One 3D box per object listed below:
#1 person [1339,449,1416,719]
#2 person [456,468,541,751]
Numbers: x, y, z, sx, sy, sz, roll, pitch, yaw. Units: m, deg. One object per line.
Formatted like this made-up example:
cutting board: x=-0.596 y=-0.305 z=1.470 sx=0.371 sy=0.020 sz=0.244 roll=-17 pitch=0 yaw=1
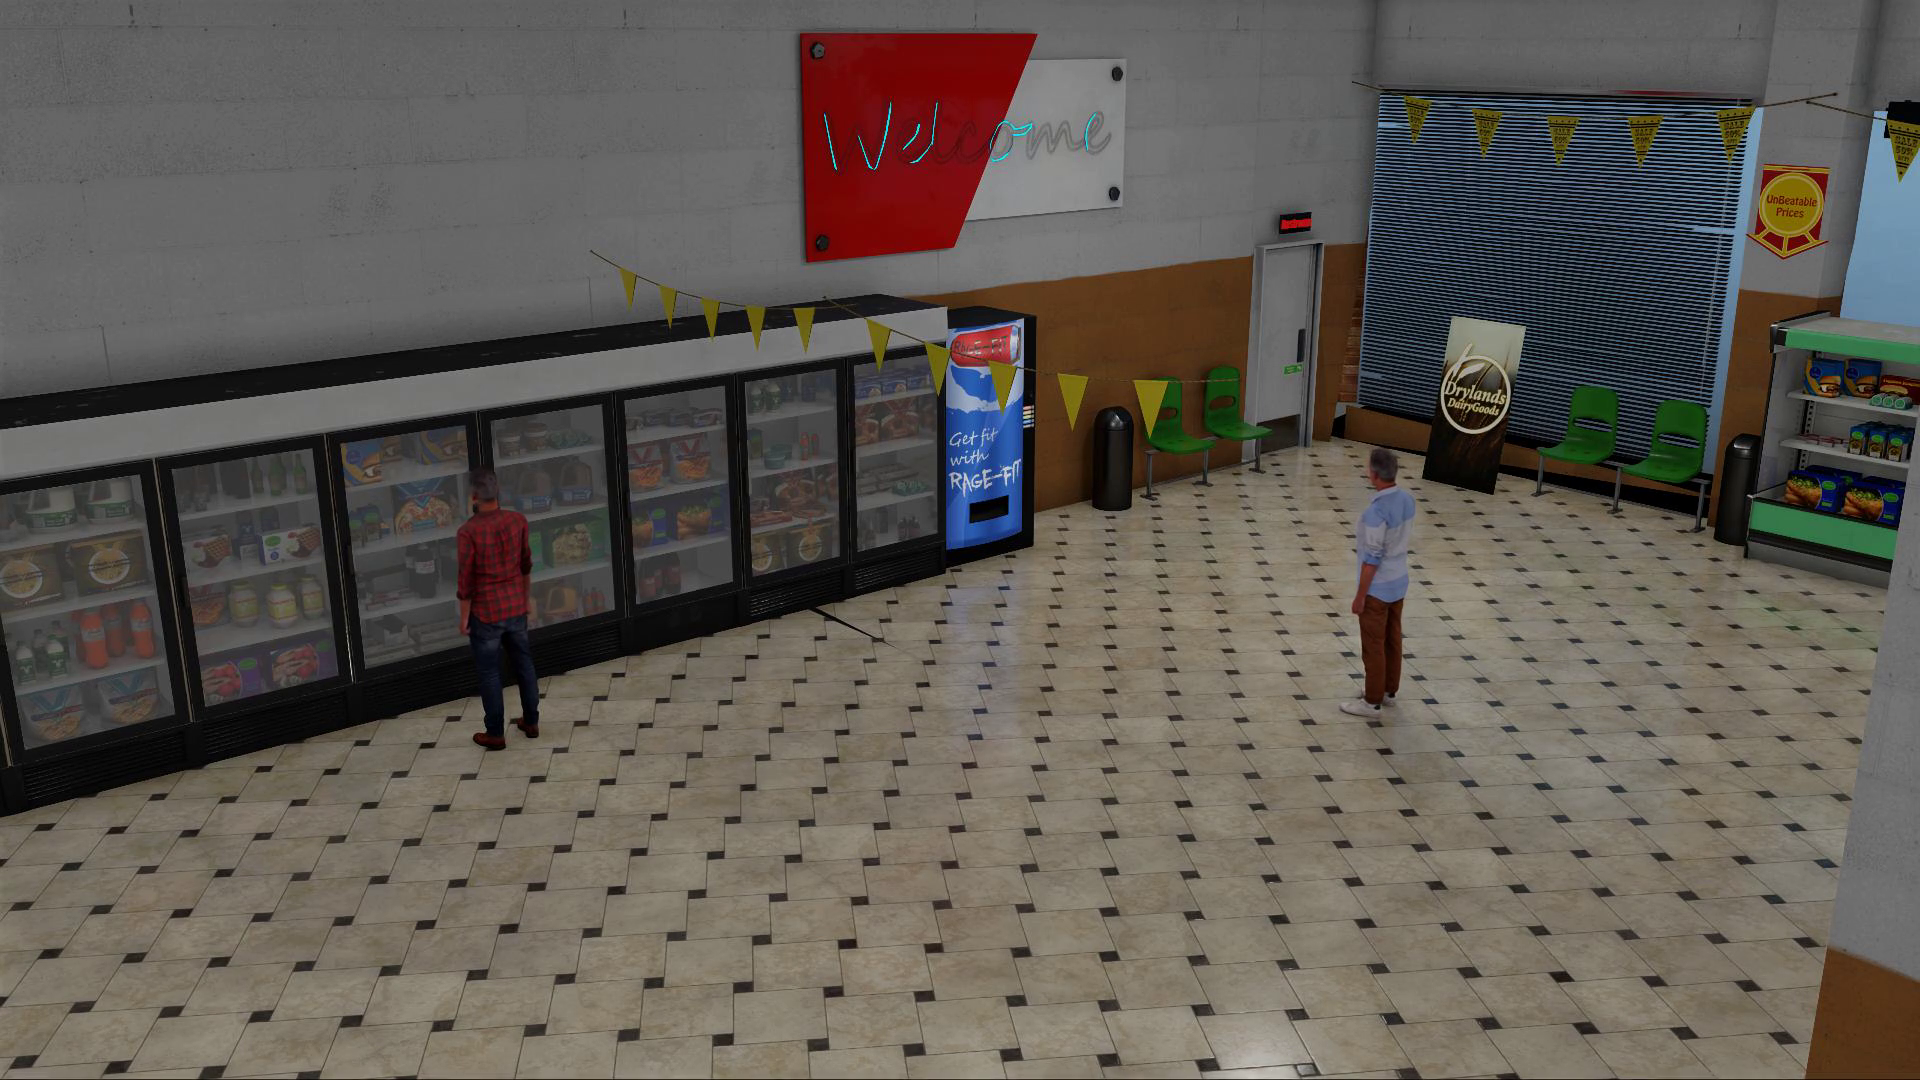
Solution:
person: x=2.830 y=0.286 z=11.135 sx=0.627 sy=1.822 sz=0.718 roll=14 pitch=22 yaw=39
person: x=-2.961 y=0.429 z=10.648 sx=0.573 sy=1.830 sz=0.701 roll=16 pitch=23 yaw=42
